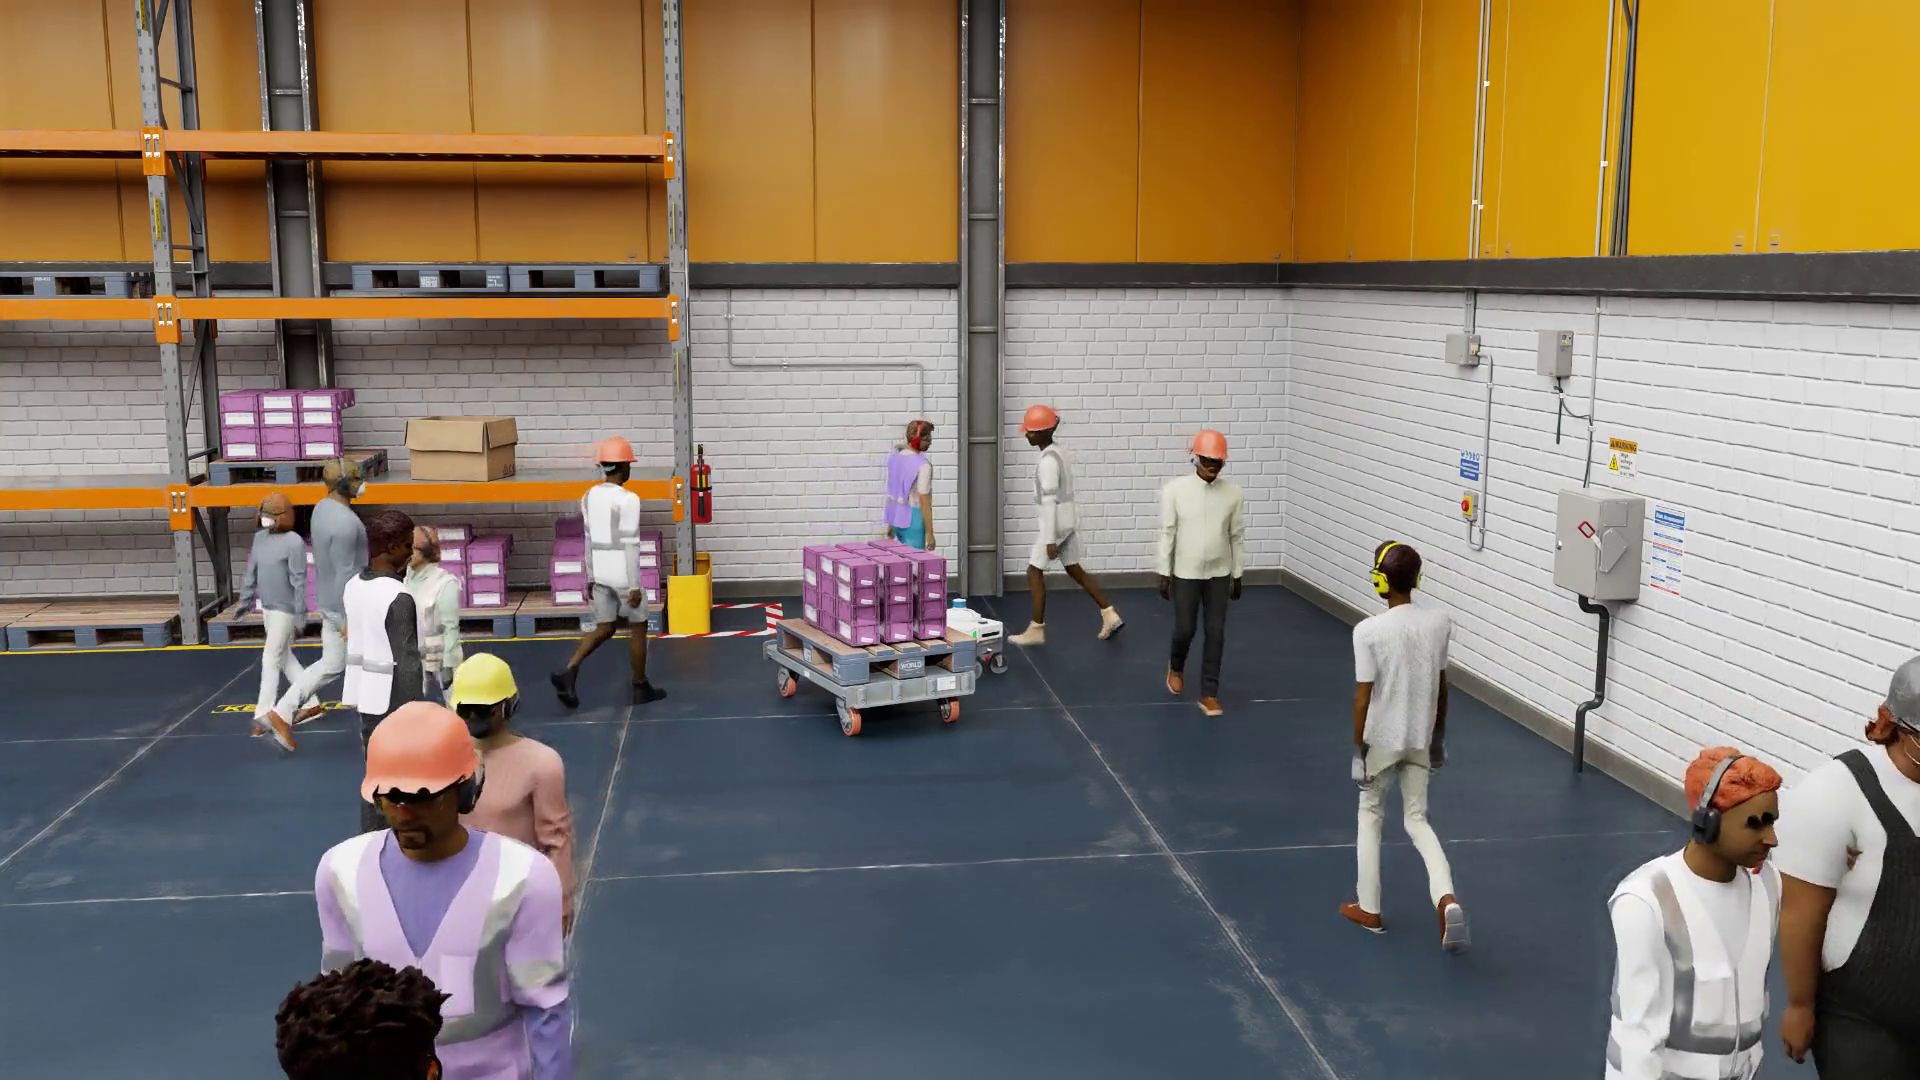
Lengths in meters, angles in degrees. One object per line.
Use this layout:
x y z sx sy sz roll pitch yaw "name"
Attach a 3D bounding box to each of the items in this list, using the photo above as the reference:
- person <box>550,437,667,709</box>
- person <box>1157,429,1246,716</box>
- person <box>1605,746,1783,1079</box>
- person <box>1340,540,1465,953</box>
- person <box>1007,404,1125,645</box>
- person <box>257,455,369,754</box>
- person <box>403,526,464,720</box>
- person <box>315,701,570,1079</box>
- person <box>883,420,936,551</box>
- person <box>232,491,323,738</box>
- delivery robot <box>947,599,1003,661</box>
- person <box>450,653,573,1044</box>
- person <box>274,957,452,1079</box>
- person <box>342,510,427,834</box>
-2.453 0.245 11.531 0.545 1.915 0.793 7 12 39 "person"
1.664 0.207 11.512 0.630 1.977 0.551 -1 9 -9 "person"
1.876 1.443 4.165 0.589 1.859 0.717 -4 10 -22 "person"
2.007 0.926 7.462 0.527 1.847 0.721 -2 9 -14 "person"
0.879 -0.120 13.532 0.906 2.005 0.633 2 9 13 "person"
-3.949 0.419 10.432 0.876 1.913 0.632 -6 11 -34 "person"
-3.035 0.692 9.696 0.531 1.596 0.876 5 10 27 "person"
-1.258 1.390 3.984 0.632 2.024 0.689 0 9 0 "person"
-0.407 -0.109 13.978 0.425 1.816 0.578 -6 11 -32 "person"
-4.528 0.468 11.005 0.549 1.603 0.525 8 12 39 "person"
-0.002 0.690 12.644 0.477 0.478 0.707 -8 12 -41 "delivery robot"
-1.618 1.225 5.931 0.529 1.736 0.843 1 9 5 "person"
-0.938 1.626 2.701 0.367 1.966 0.605 -5 10 -29 "person"
-2.727 0.810 7.961 0.393 1.915 0.589 -9 13 -44 "person"
